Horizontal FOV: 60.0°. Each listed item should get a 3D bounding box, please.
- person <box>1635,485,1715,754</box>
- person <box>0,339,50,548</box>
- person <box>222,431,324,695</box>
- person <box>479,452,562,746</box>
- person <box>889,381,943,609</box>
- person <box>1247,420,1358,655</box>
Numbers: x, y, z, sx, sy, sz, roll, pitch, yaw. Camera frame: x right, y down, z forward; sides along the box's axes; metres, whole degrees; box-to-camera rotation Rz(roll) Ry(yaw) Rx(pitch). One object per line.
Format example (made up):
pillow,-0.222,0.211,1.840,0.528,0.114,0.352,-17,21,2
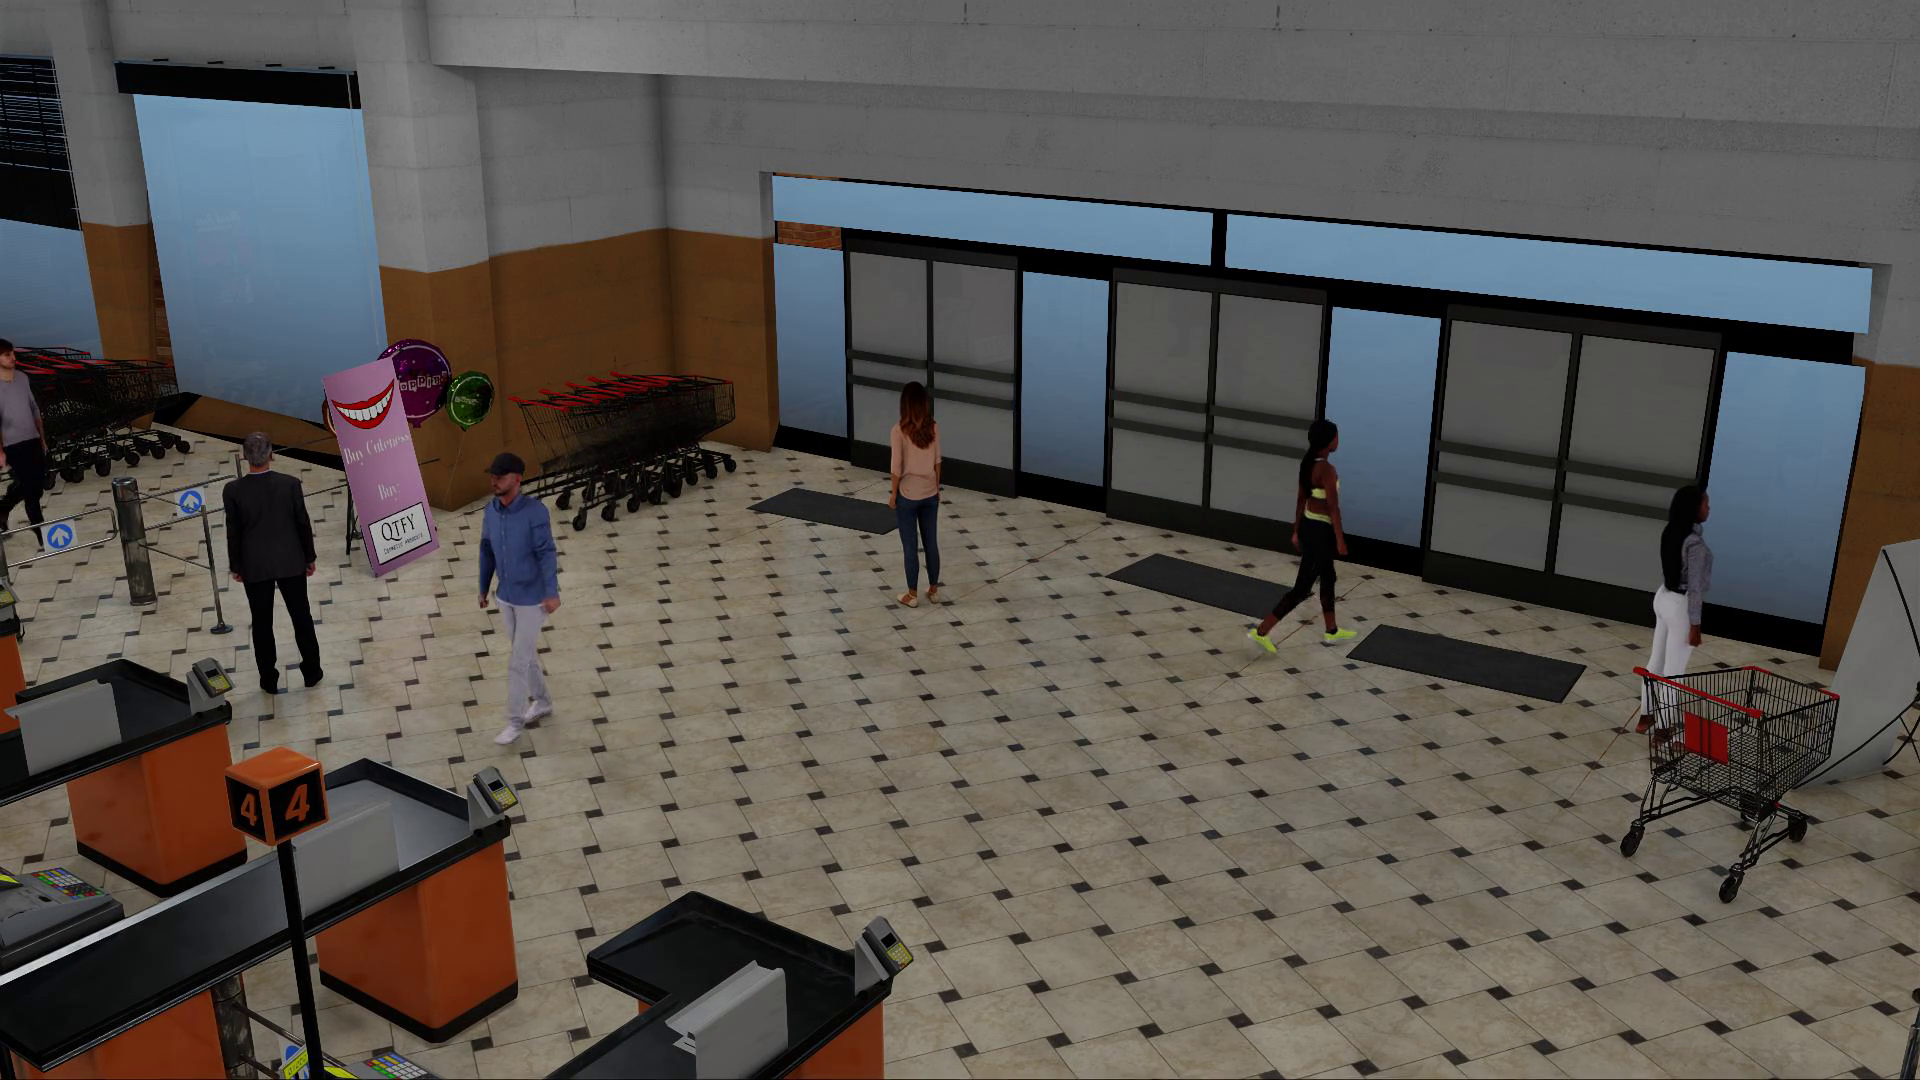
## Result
person,4.557,0.480,10.575,0.734,1.724,0.636,0,19,1
person,-8.151,-0.818,14.279,1.004,1.817,1.106,4,19,11
person,-4.707,0.144,11.389,0.733,1.841,0.872,-9,20,-24
person,-2.793,0.328,10.799,0.705,1.868,0.930,10,21,28
person,-0.333,-0.353,12.938,0.619,1.792,0.728,-9,20,-24
person,2.475,0.021,11.949,1.152,1.716,1.059,-4,19,-12
